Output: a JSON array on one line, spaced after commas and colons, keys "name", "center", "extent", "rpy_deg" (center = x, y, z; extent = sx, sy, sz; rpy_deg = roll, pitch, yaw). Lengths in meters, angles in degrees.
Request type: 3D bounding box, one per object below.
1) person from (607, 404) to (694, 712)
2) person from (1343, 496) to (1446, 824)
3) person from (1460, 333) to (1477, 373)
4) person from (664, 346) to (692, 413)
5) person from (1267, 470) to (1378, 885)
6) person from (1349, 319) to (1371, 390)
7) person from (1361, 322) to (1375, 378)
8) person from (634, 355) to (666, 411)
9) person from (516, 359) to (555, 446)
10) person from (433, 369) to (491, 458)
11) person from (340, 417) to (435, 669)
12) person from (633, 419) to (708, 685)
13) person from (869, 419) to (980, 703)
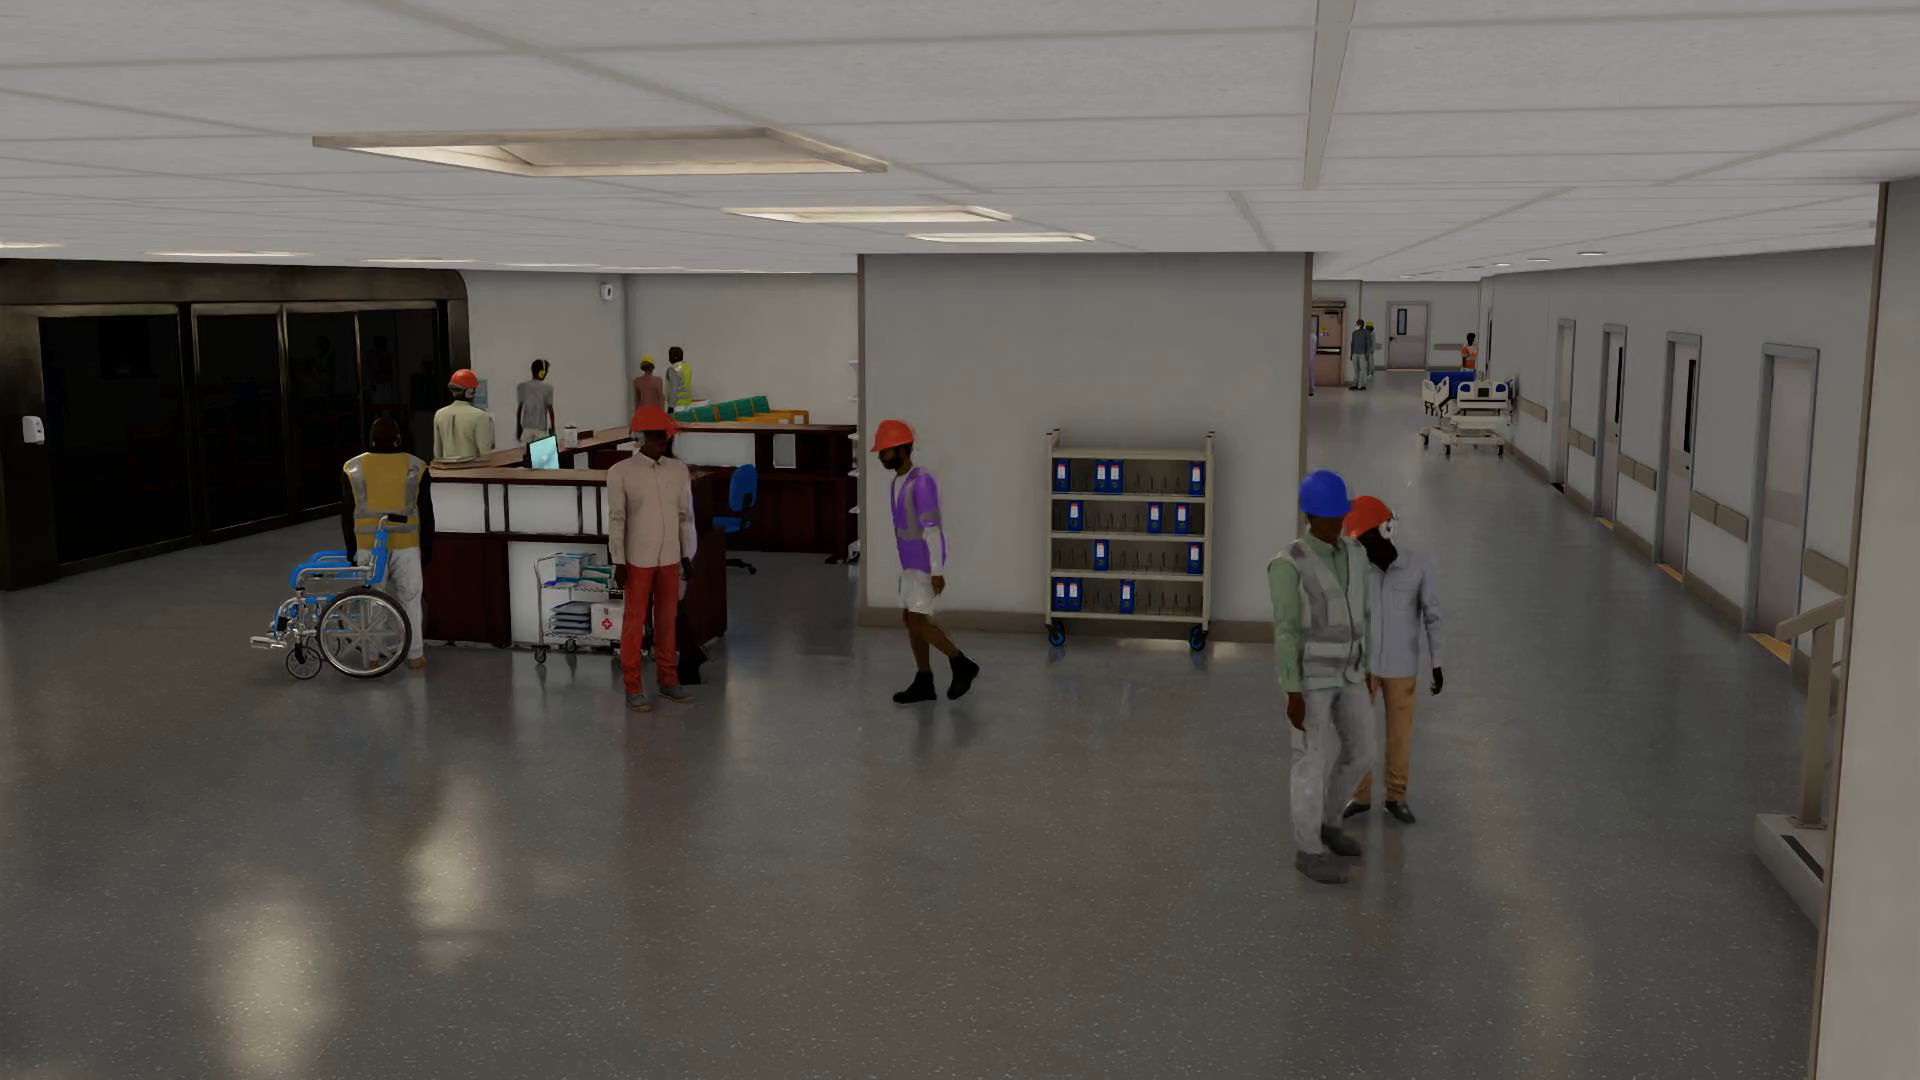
[{"name": "person", "center": [-2.014, 0.111, 10.890], "extent": [0.611, 1.997, 0.375], "rpy_deg": [-8, 12, -44]}, {"name": "person", "center": [2.154, 0.618, 8.501], "extent": [0.611, 1.712, 0.430], "rpy_deg": [1, 9, 8]}, {"name": "person", "center": [12.359, -4.190, 40.419], "extent": [0.531, 1.697, 0.322], "rpy_deg": [-7, 11, -41]}, {"name": "person", "center": [-4.484, -2.153, 26.428], "extent": [0.429, 1.842, 0.627], "rpy_deg": [3, 9, 17]}, {"name": "person", "center": [1.693, 0.628, 7.778], "extent": [0.696, 1.919, 0.465], "rpy_deg": [-6, 10, -34]}, {"name": "person", "center": [10.886, -5.040, 45.269], "extent": [0.356, 1.936, 0.638], "rpy_deg": [-7, 11, -38]}, {"name": "person", "center": [12.716, -5.923, 51.766], "extent": [0.308, 1.742, 0.493], "rpy_deg": [-3, 9, -20]}, {"name": "person", "center": [-4.764, -1.942, 25.333], "extent": [0.548, 1.740, 0.589], "rpy_deg": [4, 9, 25]}, {"name": "person", "center": [-5.527, -1.431, 21.618], "extent": [0.552, 1.847, 0.415], "rpy_deg": [0, 9, -2]}, {"name": "person", "center": [-4.663, -0.613, 15.700], "extent": [0.612, 1.994, 0.395], "rpy_deg": [3, 9, 22]}, {"name": "person", "center": [-4.103, 0.035, 11.950], "extent": [0.633, 1.835, 0.429], "rpy_deg": [-3, 9, -19]}, {"name": "person", "center": [-1.998, 0.072, 11.460], "extent": [0.460, 1.900, 0.574], "rpy_deg": [-1, 9, -8]}, {"name": "person", "center": [-0.266, 0.151, 10.943], "extent": [0.642, 1.901, 0.576], "rpy_deg": [-4, 9, -23]}]
